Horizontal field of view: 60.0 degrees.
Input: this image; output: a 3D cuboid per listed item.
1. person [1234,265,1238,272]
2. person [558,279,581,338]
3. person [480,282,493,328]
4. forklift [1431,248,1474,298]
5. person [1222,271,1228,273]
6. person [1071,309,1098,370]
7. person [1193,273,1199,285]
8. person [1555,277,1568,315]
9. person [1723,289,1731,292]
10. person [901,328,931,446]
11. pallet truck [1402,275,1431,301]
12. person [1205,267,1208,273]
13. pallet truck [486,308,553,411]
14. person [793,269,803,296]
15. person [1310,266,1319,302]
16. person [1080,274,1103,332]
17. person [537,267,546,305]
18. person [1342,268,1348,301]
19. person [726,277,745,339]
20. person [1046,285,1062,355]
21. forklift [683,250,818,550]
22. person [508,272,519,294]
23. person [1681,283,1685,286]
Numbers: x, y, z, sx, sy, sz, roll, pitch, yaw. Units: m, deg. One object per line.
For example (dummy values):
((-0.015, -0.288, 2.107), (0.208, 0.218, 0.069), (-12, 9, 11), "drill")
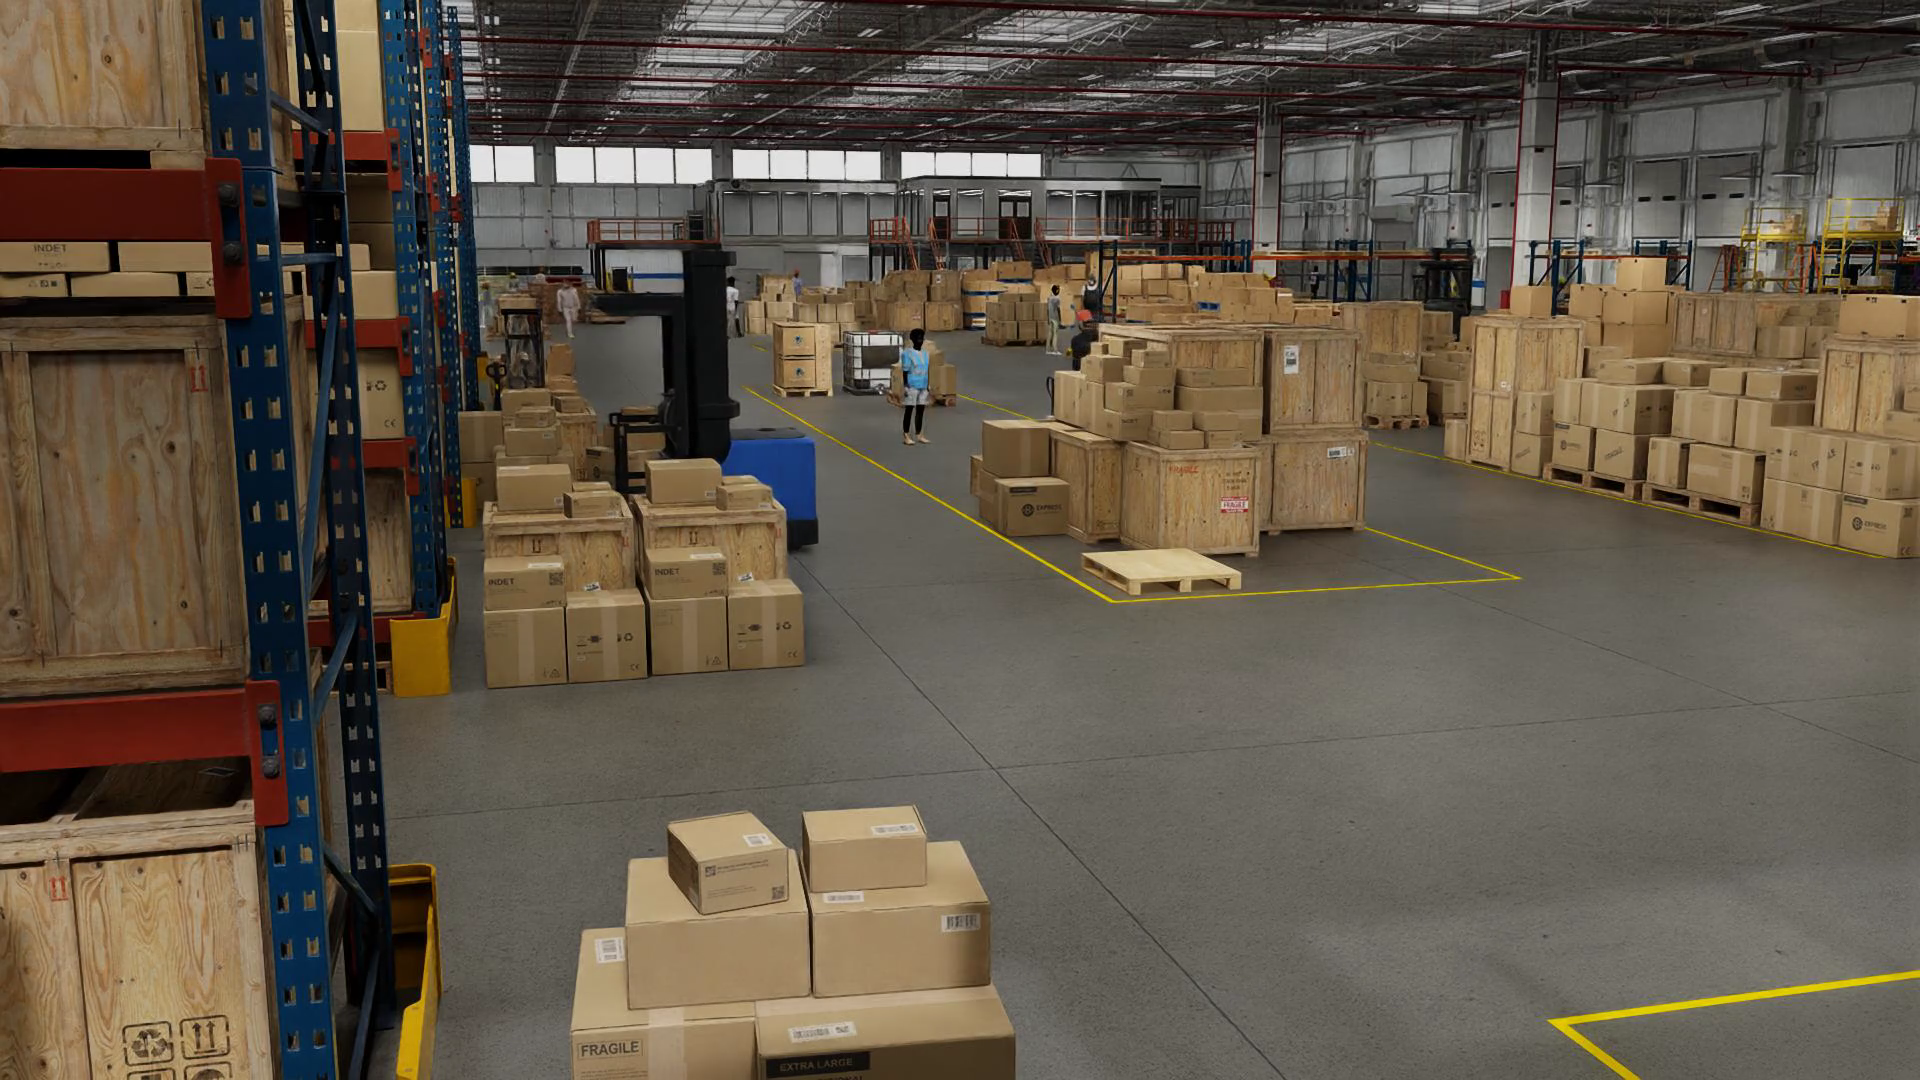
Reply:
((15.523, -14.517, 93.435), (0.654, 1.796, 0.933), (-5, 11, -26), "person")
((-12.269, -7.263, 52.174), (0.696, 1.869, 0.720), (-5, 11, -26), "person")
((-16.640, -8.287, 58.695), (0.746, 1.610, 0.509), (4, 11, 20), "person")
((11.813, -5.631, 40.062), (1.129, 2.768, 1.873), (5, 11, 28), "forklift")
((10.873, -10.099, 68.065), (0.607, 1.924, 0.546), (9, 14, 42), "person")
((1.914, -2.431, 24.567), (0.613, 1.961, 0.934), (-6, 12, -31), "person")
((8.844, -8.964, 61.793), (0.599, 1.867, 0.591), (-5, 11, -27), "person")
((19.001, -7.353, 52.550), (0.499, 1.908, 0.622), (7, 12, 34), "person")
((17.682, -4.865, 38.550), (0.649, 1.884, 1.027), (1, 10, 8), "person")
((-0.628, -2.222, 24.101), (0.317, 1.697, 0.540), (10, 14, 43), "person")
((14.620, -7.324, 52.145), (0.823, 1.965, 1.885), (8, 13, 40), "pallet truck")
((11.428, -11.684, 77.074), (0.391, 1.913, 0.587), (9, 14, 42), "person")
((-6.242, -2.418, 24.362), (0.823, 1.965, 1.885), (1, 10, 3), "pallet truck")
((-6.866, -10.371, 69.649), (0.571, 1.904, 0.802), (1, 10, 4), "person")
((17.722, -12.754, 83.160), (0.389, 1.911, 0.585), (-6, 12, -32), "person")
((4.149, -7.449, 52.731), (0.703, 2.000, 1.022), (3, 10, 14), "person")
((-19.033, -11.412, 75.416), (0.736, 1.966, 0.640), (7, 12, 35), "person")
((18.547, -12.152, 79.882), (0.396, 1.852, 0.562), (9, 13, 41), "person")
((-7.036, -7.172, 51.499), (0.619, 1.916, 0.973), (5, 11, 25), "person")
((2.503, -5.834, 44.111), (0.325, 1.860, 0.511), (-8, 13, -40), "person")
((-2.356, -1.326, 15.680), (1.873, 2.768, 1.129), (-3, 10, -15), "forklift")
((-19.763, -10.991, 73.661), (0.507, 1.717, 0.711), (-2, 10, -13), "person")
((20.468, -6.364, 47.161), (0.623, 1.841, 0.430), (-8, 13, -37), "person")
